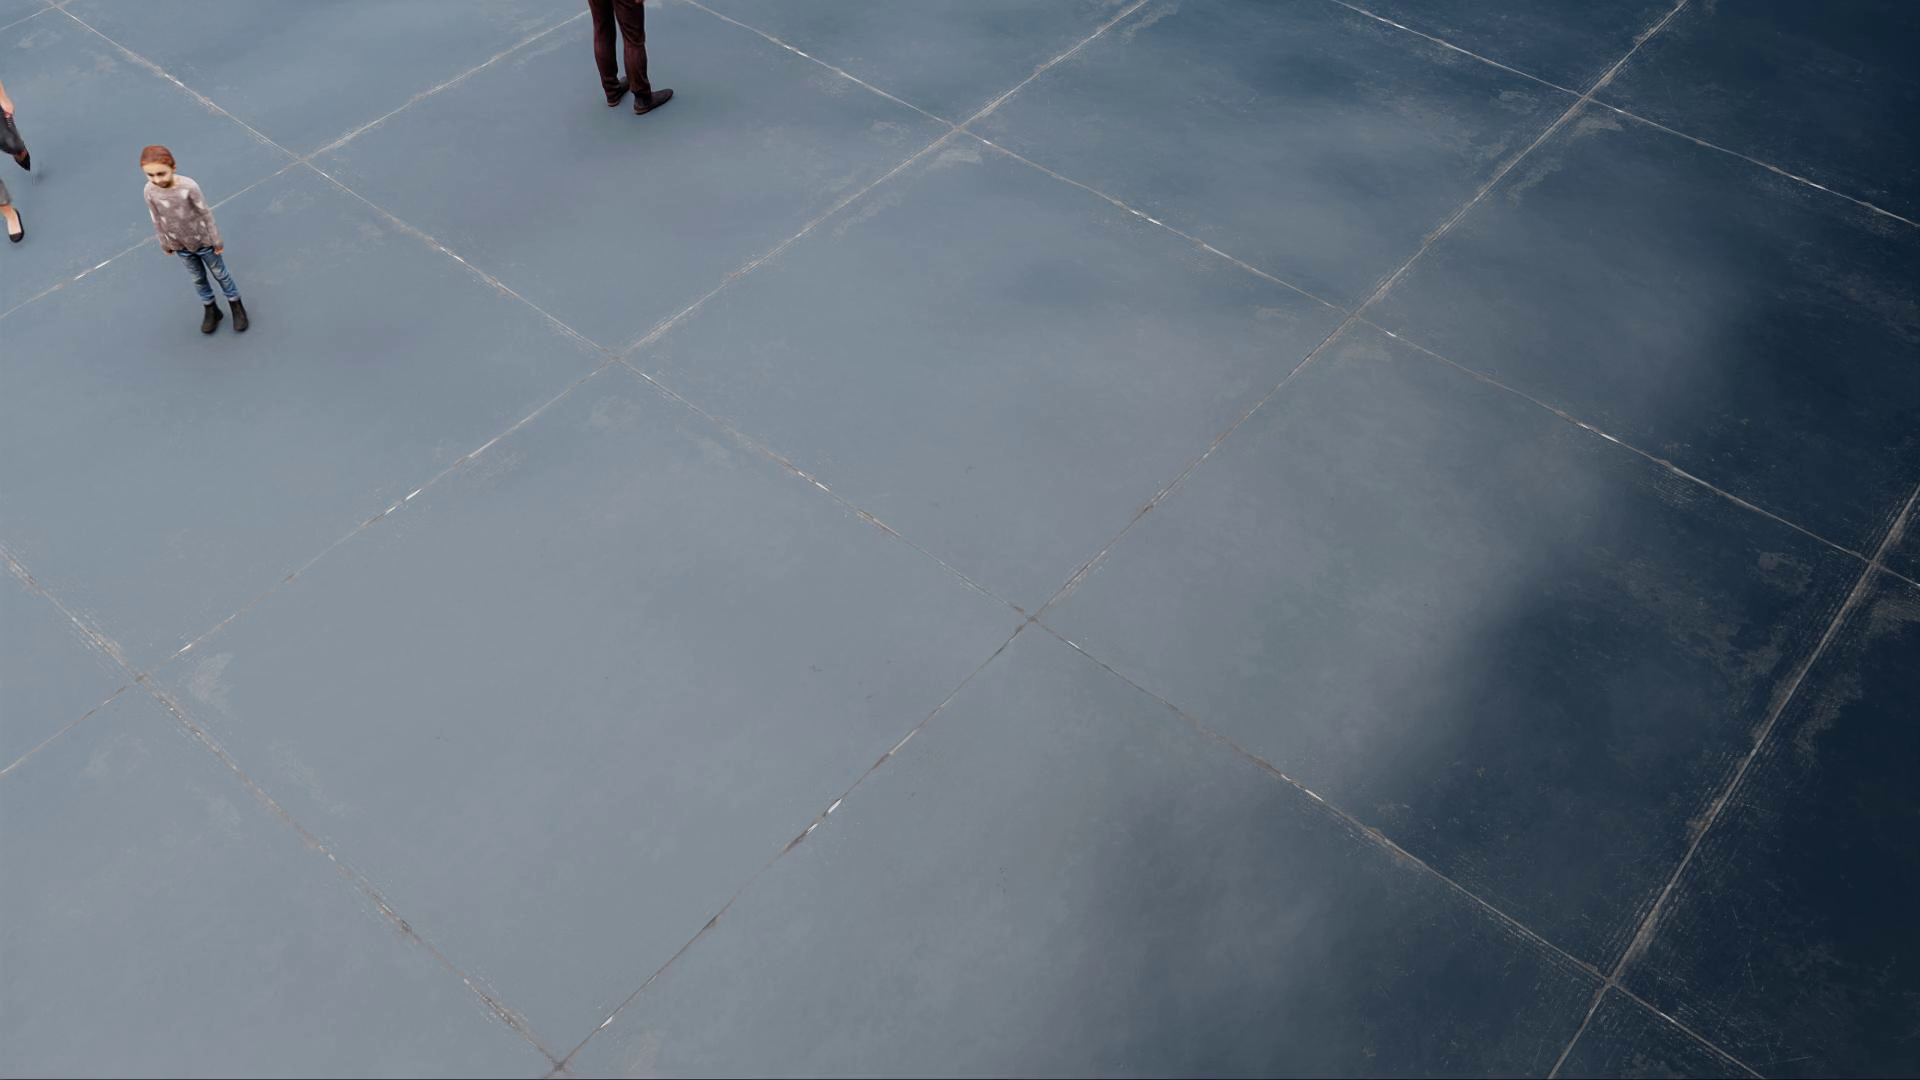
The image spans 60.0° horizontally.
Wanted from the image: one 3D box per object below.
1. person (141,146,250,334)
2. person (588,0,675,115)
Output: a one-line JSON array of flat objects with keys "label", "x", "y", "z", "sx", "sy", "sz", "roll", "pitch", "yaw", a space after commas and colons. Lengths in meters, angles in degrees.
[{"label": "person", "x": -4.237, "y": -1.676, "z": 9.183, "sx": 0.542, "sy": 1.194, "sz": 0.605, "roll": -5, "pitch": 47, "yaw": -4}, {"label": "person", "x": -2.210, "y": -3.568, "z": 10.475, "sx": 0.731, "sy": 1.865, "sz": 0.676, "roll": 21, "pitch": 51, "yaw": 19}]
